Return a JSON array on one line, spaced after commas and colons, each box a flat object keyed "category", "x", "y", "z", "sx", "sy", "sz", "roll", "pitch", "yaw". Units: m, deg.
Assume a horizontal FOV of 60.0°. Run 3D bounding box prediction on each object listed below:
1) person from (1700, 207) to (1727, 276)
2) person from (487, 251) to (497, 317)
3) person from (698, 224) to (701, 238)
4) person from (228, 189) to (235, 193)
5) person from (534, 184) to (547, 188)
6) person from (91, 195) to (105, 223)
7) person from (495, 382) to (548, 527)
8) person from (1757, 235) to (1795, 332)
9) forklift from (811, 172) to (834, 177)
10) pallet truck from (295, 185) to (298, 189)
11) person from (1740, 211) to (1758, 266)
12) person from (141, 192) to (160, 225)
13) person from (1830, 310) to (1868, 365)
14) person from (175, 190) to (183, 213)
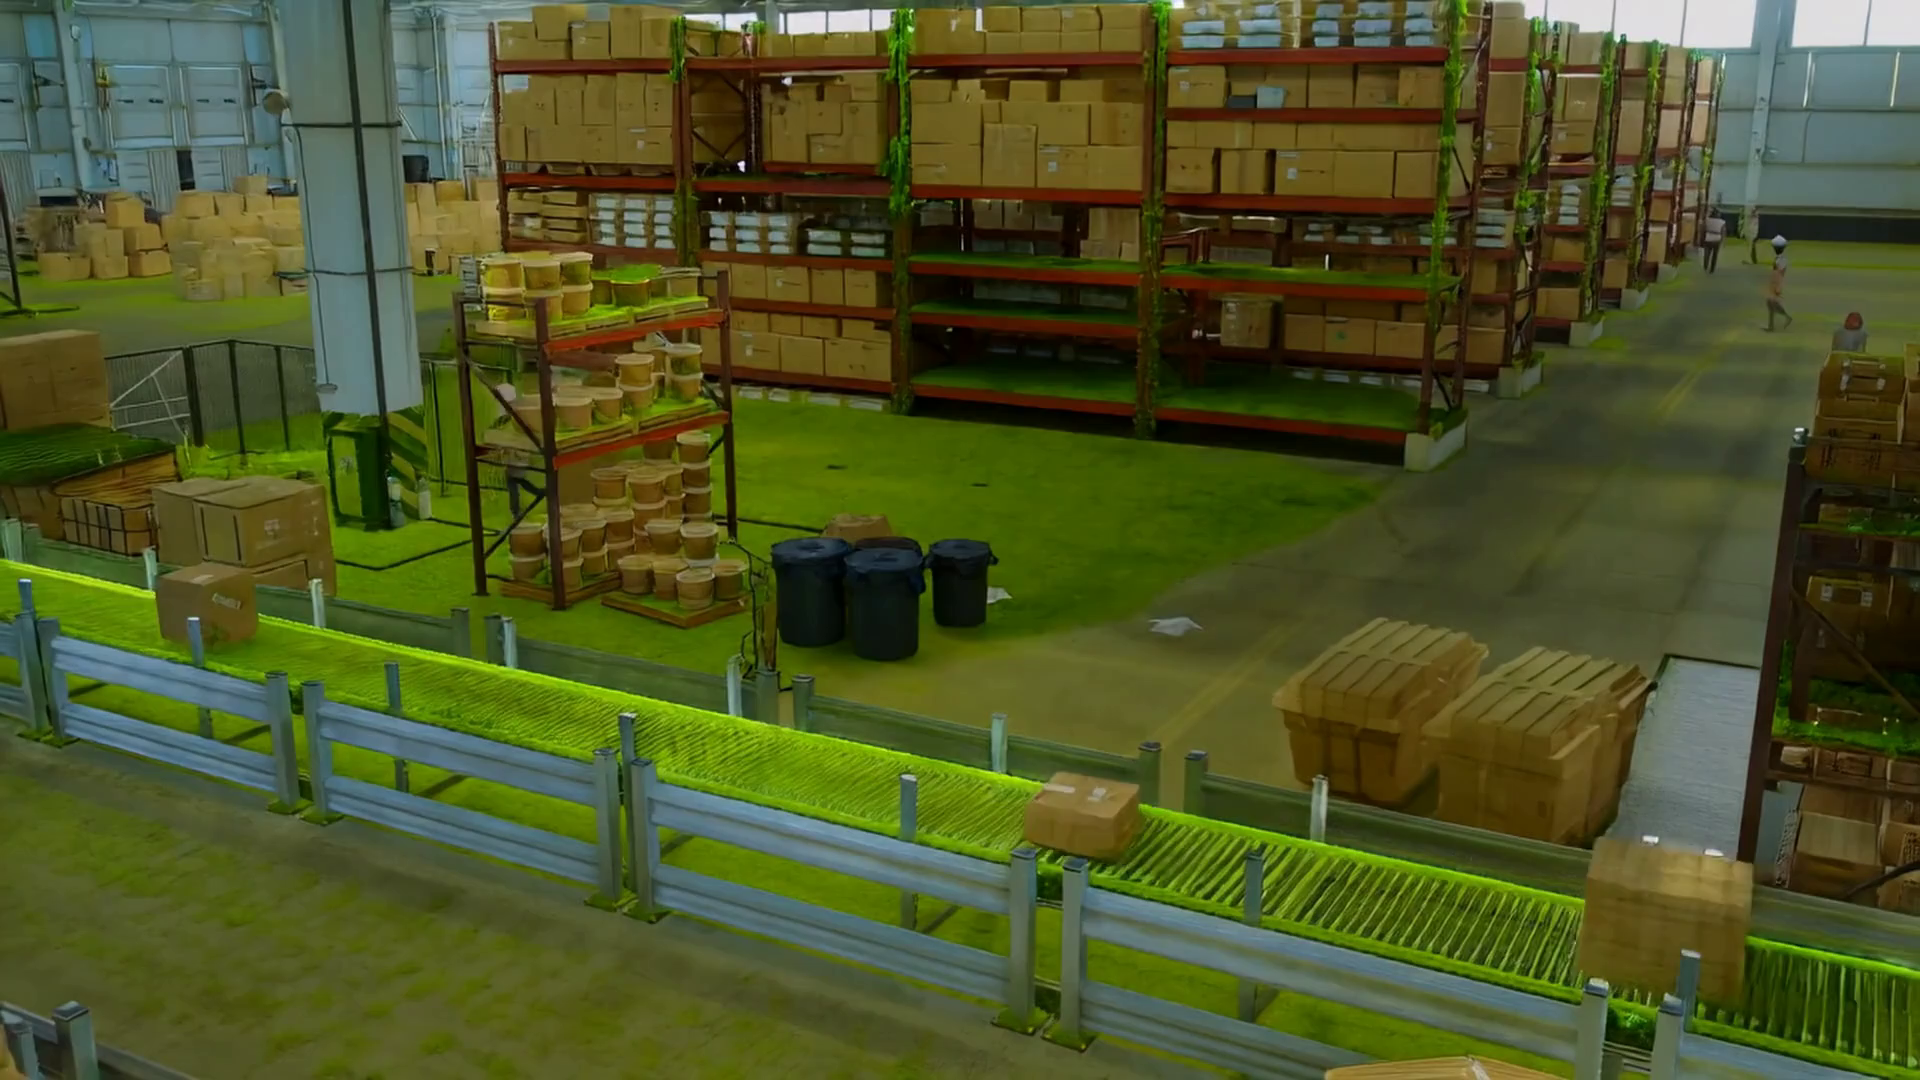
[{"category": "person", "x": 20.776, "y": -8.229, "z": 45.897, "sx": 0.620, "sy": 1.906, "sz": 0.487, "roll": 8, "pitch": 17, "yaw": 28}, {"category": "person", "x": -9.010, "y": -4.691, "z": 32.588, "sx": 0.655, "sy": 1.920, "sz": 0.549, "roll": 4, "pitch": 15, "yaw": 13}, {"category": "person", "x": -6.871, "y": -8.142, "z": 45.552, "sx": 0.591, "sy": 1.916, "sz": 0.383, "roll": 2, "pitch": 15, "yaw": 9}, {"category": "person", "x": -26.199, "y": -11.855, "z": 60.062, "sx": 0.311, "sy": 1.633, "sz": 0.519, "roll": -13, "pitch": 19, "yaw": -40}, {"category": "person", "x": -17.584, "y": -14.591, "z": 69.853, "sx": 0.553, "sy": 1.881, "sz": 1.029, "roll": -13, "pitch": 20, "yaw": -41}, {"category": "person", "x": -26.427, "y": -9.637, "z": 51.169, "sx": 0.651, "sy": 1.917, "sz": 0.450, "roll": 13, "pitch": 20, "yaw": 40}, {"category": "person", "x": -5.040, "y": -1.006, "z": 19.202, "sx": 0.637, "sy": 1.662, "sz": 0.533, "roll": -5, "pitch": 16, "yaw": -16}, {"category": "person", "x": 17.212, "y": -5.367, "z": 34.906, "sx": 0.580, "sy": 2.029, "sz": 0.632, "roll": 7, "pitch": 16, "yaw": 23}, {"category": "forklift", "x": -5.073, "y": -12.923, "z": 61.680, "sx": 1.129, "sy": 2.768, "sz": 1.873, "roll": 8, "pitch": 17, "yaw": 28}, {"category": "pallet truck", "x": -26.804, "y": -14.617, "z": 69.738, "sx": 1.885, "sy": 1.965, "sz": 0.823, "roll": -14, "pitch": 20, "yaw": -42}, {"category": "person", "x": 23.174, "y": -8.829, "z": 48.715, "sx": 0.484, "sy": 1.604, "sz": 0.515, "roll": -6, "pitch": 16, "yaw": -21}, {"category": "person", "x": -26.763, "y": -10.575, "z": 54.953, "sx": 0.529, "sy": 1.789, "sz": 0.983, "roll": -4, "pitch": 16, "yaw": -16}, {"category": "person", "x": 13.849, "y": -2.785, "z": 25.957, "sx": 0.512, "sy": 1.616, "sz": 0.380, "roll": 6, "pitch": 16, "yaw": 21}, {"category": "person", "x": -25.185, "y": -10.401, "z": 54.057, "sx": 0.630, "sy": 1.922, "sz": 0.658, "roll": 6, "pitch": 16, "yaw": 22}]
